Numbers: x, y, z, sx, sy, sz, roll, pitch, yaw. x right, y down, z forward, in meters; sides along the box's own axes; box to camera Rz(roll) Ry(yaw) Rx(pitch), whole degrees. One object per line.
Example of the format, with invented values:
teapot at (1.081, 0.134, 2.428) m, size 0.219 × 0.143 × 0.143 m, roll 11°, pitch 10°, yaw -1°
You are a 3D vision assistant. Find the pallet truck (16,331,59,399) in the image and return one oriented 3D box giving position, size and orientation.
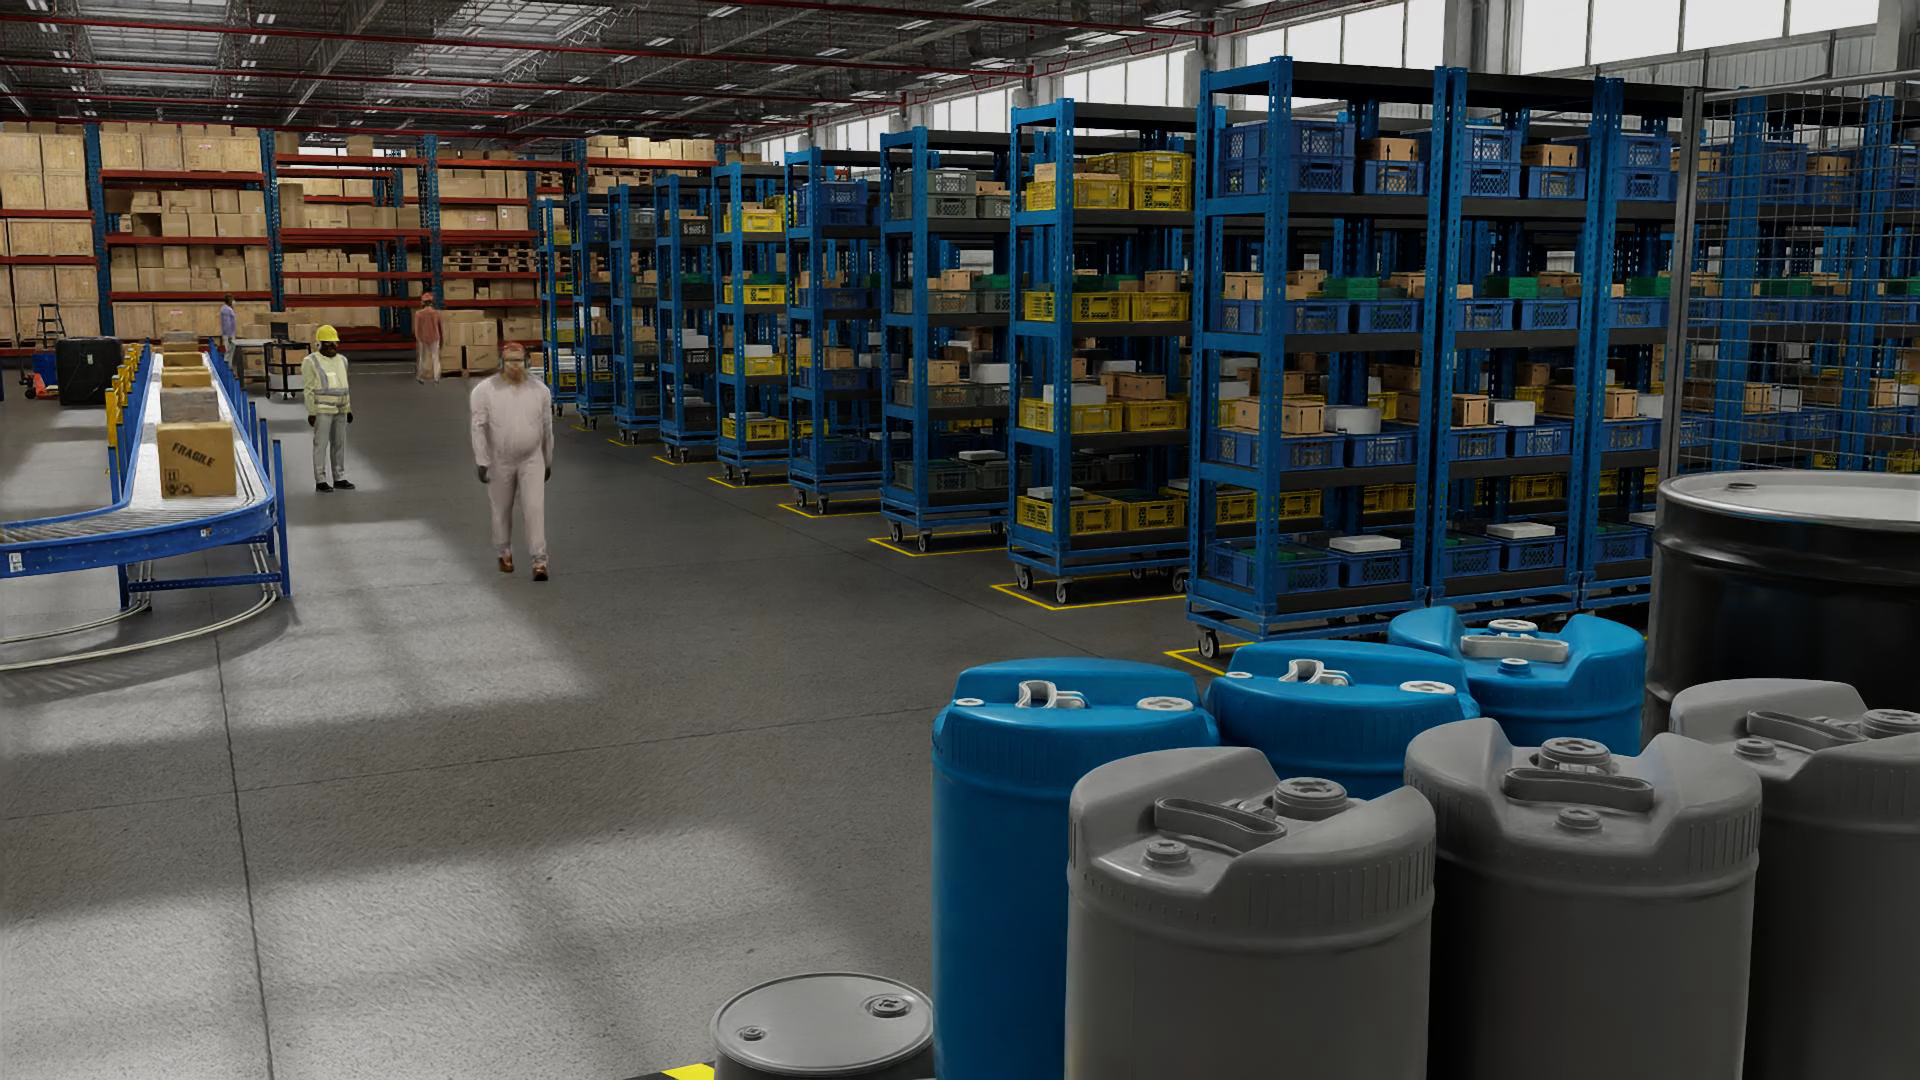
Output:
pallet truck at (-17.082, -3.353, 31.781) m, size 1.630 × 1.274 × 0.653 m, roll -4°, pitch 10°, yaw -25°

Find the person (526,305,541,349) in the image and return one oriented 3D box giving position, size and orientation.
person at (-13.020, -6.687, 50.925) m, size 0.470 × 1.803 × 0.726 m, roll 3°, pitch 10°, yaw 17°

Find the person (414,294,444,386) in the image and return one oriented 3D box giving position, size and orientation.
person at (-11.274, -4.239, 35.289) m, size 0.655 × 1.934 × 1.030 m, roll -7°, pitch 11°, yaw -35°

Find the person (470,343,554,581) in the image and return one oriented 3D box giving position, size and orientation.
person at (-3.510, -0.615, 13.084) m, size 0.649 × 1.861 × 0.984 m, roll -4°, pitch 10°, yaw -22°

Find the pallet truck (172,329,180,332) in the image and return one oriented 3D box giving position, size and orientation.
pallet truck at (-17.275, -3.851, 35.096) m, size 1.601 × 1.201 × 0.680 m, roll 0°, pitch 9°, yaw 1°

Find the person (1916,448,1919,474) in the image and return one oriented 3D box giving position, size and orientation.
person at (7.723, -0.590, 13.124) m, size 0.590 × 1.792 × 0.990 m, roll -6°, pitch 11°, yaw -33°

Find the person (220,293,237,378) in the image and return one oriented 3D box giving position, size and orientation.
person at (-16.494, -4.606, 37.578) m, size 0.363 × 1.939 × 0.636 m, roll -4°, pitch 10°, yaw -21°

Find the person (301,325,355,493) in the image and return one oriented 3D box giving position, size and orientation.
person at (-6.920, -1.443, 18.283) m, size 0.404 × 1.829 × 0.600 m, roll 5°, pitch 10°, yaw 27°
